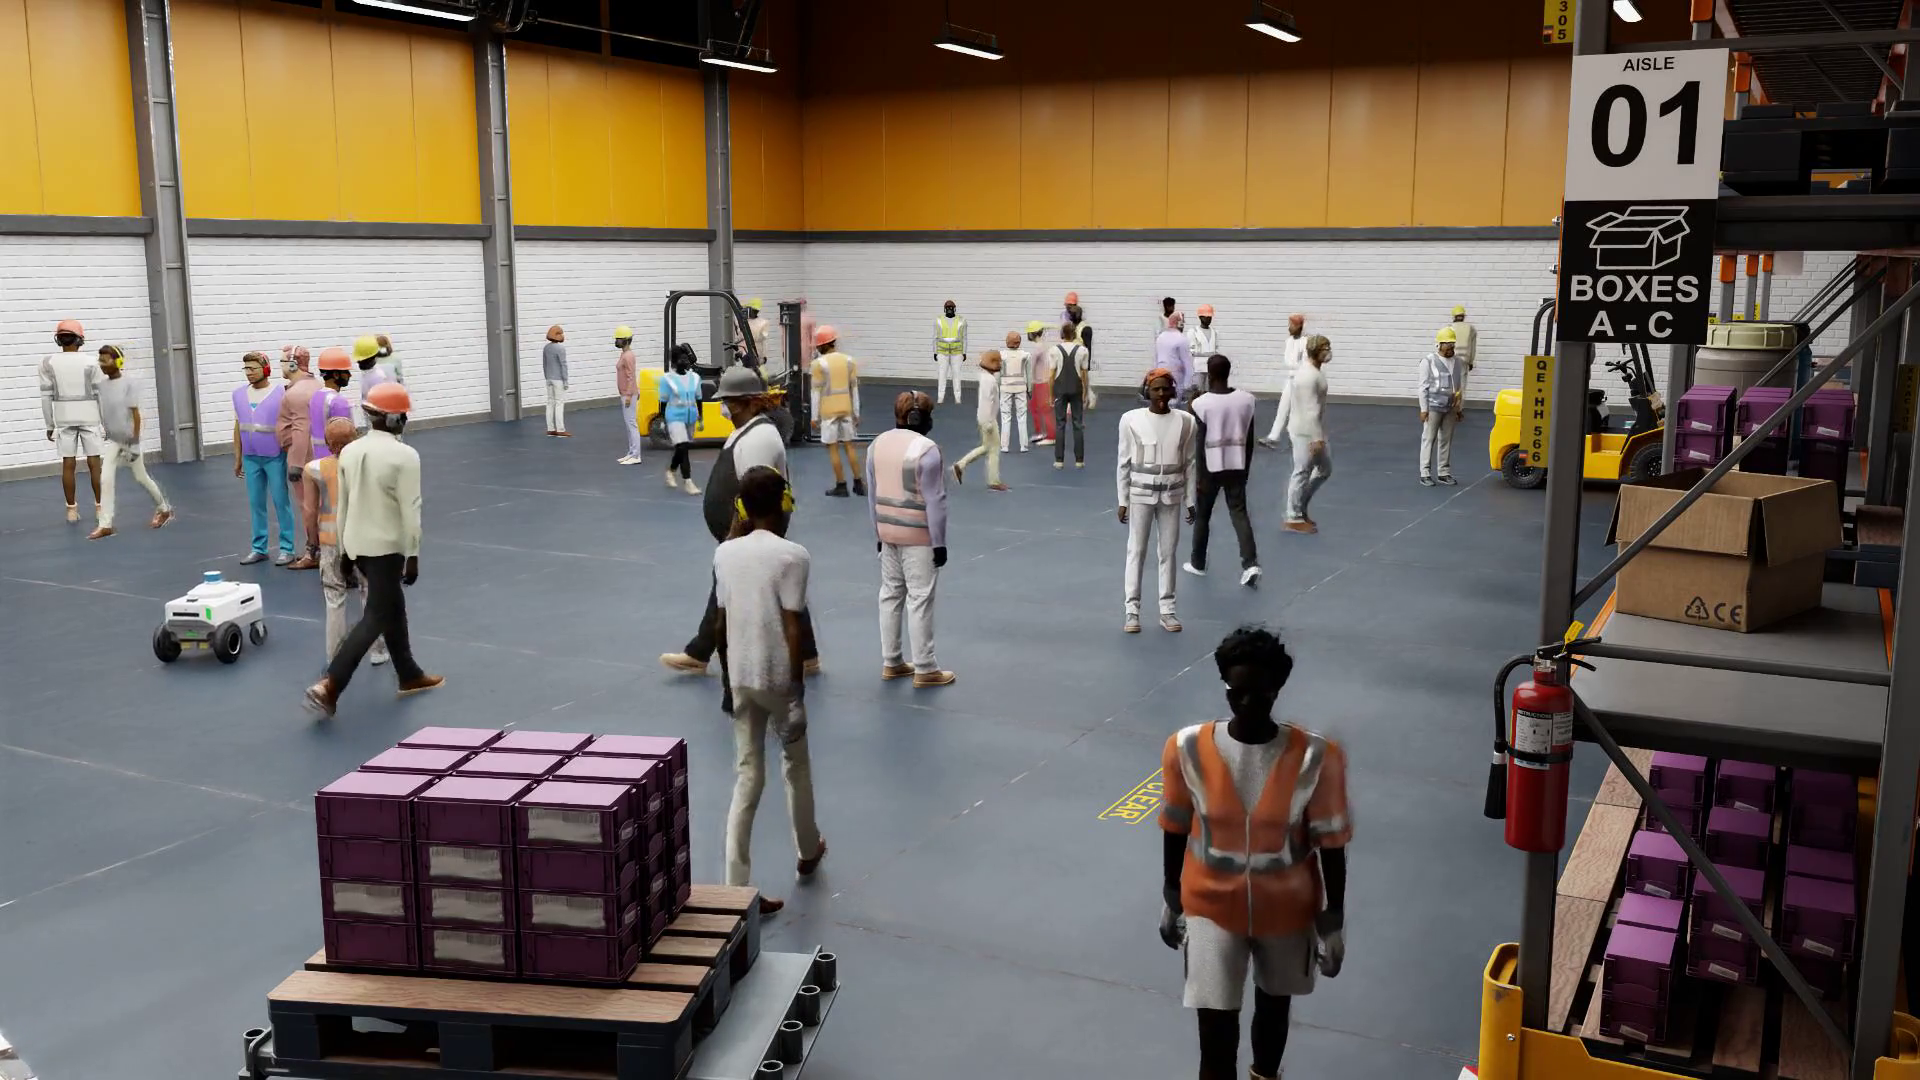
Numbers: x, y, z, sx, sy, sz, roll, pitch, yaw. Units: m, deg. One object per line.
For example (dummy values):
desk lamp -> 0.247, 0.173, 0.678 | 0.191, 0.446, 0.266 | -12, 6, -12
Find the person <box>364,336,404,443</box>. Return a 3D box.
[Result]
person -> -7.675, -1.925, 22.193 | 0.533, 1.578, 0.864 | -5, 11, -29

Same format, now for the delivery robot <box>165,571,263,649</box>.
delivery robot -> -4.987, 0.454, 11.130 | 0.477, 0.478, 0.707 | 1, 10, 5

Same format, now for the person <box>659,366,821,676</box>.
person -> -1.358, -0.123, 10.444 | 1.014, 2.000, 0.692 | -3, 10, -19

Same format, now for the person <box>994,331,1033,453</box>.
person -> 0.716, -1.986, 22.389 | 0.523, 1.638, 0.310 | 0, 10, -3

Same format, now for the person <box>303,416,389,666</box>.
person -> -3.956, 0.020, 10.764 | 0.516, 1.645, 0.308 | -3, 10, -19

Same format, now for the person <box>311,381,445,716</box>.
person -> -3.462, 0.048, 9.757 | 0.627, 1.951, 0.990 | 6, 11, 30

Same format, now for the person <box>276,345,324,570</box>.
person -> -5.612, -0.704, 14.192 | 0.404, 1.909, 0.636 | -1, 10, -6

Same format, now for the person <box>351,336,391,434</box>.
person -> -5.845, -1.123, 16.721 | 0.393, 1.877, 0.740 | -3, 10, -14

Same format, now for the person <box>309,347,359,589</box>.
person -> -4.981, -0.576, 13.363 | 0.362, 1.935, 0.553 | -9, 14, -43

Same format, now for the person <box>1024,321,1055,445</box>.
person -> 1.075, -2.189, 23.293 | 0.630, 1.739, 0.526 | 3, 10, 17

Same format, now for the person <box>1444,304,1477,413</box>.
person -> 8.316, -3.020, 27.824 | 0.606, 1.831, 0.404 | 0, 10, -2

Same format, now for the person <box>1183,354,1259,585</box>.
person -> 2.167, -0.582, 13.590 | 0.601, 1.880, 0.976 | -3, 10, -15

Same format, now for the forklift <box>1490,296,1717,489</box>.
forklift -> 7.296, -1.677, 18.993 | 2.313, 2.155, 1.214 | 5, 11, 27

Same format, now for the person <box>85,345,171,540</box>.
person -> -7.977, -0.956, 15.934 | 0.535, 1.821, 0.953 | 3, 10, 16

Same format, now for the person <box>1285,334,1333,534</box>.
person -> 3.349, -1.006, 15.915 | 0.457, 1.925, 0.636 | 4, 11, 22

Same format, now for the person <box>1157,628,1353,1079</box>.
person -> 0.826, 1.060, 4.724 | 0.544, 1.647, 0.861 | 2, 10, 11

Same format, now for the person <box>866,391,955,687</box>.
person -> -0.299, -0.009, 10.371 | 0.430, 1.840, 0.621 | -9, 13, -42

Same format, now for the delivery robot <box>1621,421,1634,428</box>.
delivery robot -> 8.454, -1.256, 21.029 | 0.707, 0.478, 0.477 | -6, 11, -29

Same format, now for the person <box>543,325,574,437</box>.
person -> -5.910, -2.323, 24.358 | 0.502, 1.632, 0.279 | 9, 13, 41

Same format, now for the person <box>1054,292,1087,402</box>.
person -> 1.998, -3.428, 29.715 | 0.633, 1.982, 0.983 | 8, 13, 39

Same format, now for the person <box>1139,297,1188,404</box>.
person -> 3.633, -3.400, 29.805 | 0.582, 1.916, 1.011 | -7, 12, -37

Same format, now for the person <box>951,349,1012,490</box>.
person -> 0.252, -1.347, 18.784 | 0.611, 1.614, 0.506 | -2, 10, -9

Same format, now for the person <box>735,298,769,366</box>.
person -> -3.673, -3.325, 29.421 | 0.620, 1.883, 0.652 | 0, 10, -1

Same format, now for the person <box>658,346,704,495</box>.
person -> -3.156, -1.362, 18.712 | 0.536, 1.666, 0.838 | -9, 13, -41

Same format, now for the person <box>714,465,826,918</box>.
person -> -0.780, 0.603, 6.879 | 0.543, 1.815, 0.899 | 5, 11, 26

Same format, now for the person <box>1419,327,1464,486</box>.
person -> 5.584, -1.542, 19.255 | 0.587, 1.835, 0.403 | -4, 10, -21

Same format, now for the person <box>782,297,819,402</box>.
person -> -2.867, -3.449, 30.134 | 0.682, 1.887, 0.479 | 3, 10, 14

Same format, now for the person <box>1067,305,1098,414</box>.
person -> 2.016, -3.041, 28.002 | 0.798, 1.820, 0.633 | -6, 11, -30

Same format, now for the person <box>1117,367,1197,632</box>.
person -> 1.397, -0.281, 11.813 | 0.573, 1.883, 0.355 | -1, 10, -5

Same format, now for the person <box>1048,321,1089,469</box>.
person -> 1.351, -1.797, 20.734 | 0.516, 1.845, 0.359 | 0, 10, 3

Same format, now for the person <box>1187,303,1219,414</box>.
person -> 3.614, -2.528, 24.654 | 0.545, 1.941, 0.350 | -5, 11, -27

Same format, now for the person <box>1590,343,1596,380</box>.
person -> 9.332, -2.571, 25.004 | 0.409, 1.907, 0.649 | -1, 10, -5

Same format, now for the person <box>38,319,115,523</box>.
person -> -8.793, -1.179, 16.575 | 0.604, 2.034, 0.386 | -3, 10, -17

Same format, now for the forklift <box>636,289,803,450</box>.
forklift -> -3.358, -2.392, 23.136 | 2.313, 2.155, 1.214 | -1, 10, -5

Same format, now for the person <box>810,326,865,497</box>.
person -> -1.374, -1.408, 18.327 | 0.662, 1.893, 0.372 | -8, 13, -38

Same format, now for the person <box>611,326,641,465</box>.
person -> -4.253, -1.839, 21.171 | 0.319, 1.767, 0.534 | -3, 10, -16

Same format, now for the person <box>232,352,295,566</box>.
person -> -5.983, -0.700, 14.345 | 0.570, 1.844, 0.377 | 2, 10, 10

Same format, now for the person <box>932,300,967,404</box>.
person -> -0.180, -3.353, 29.722 | 0.627, 1.844, 0.429 | 0, 10, 0

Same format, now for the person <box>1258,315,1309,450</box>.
person -> 4.476, -2.113, 22.535 | 0.961, 1.838, 0.588 | -5, 11, -28

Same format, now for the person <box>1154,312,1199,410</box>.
person -> 3.001, -2.170, 22.777 | 0.775, 1.881, 0.668 | -4, 11, -24
